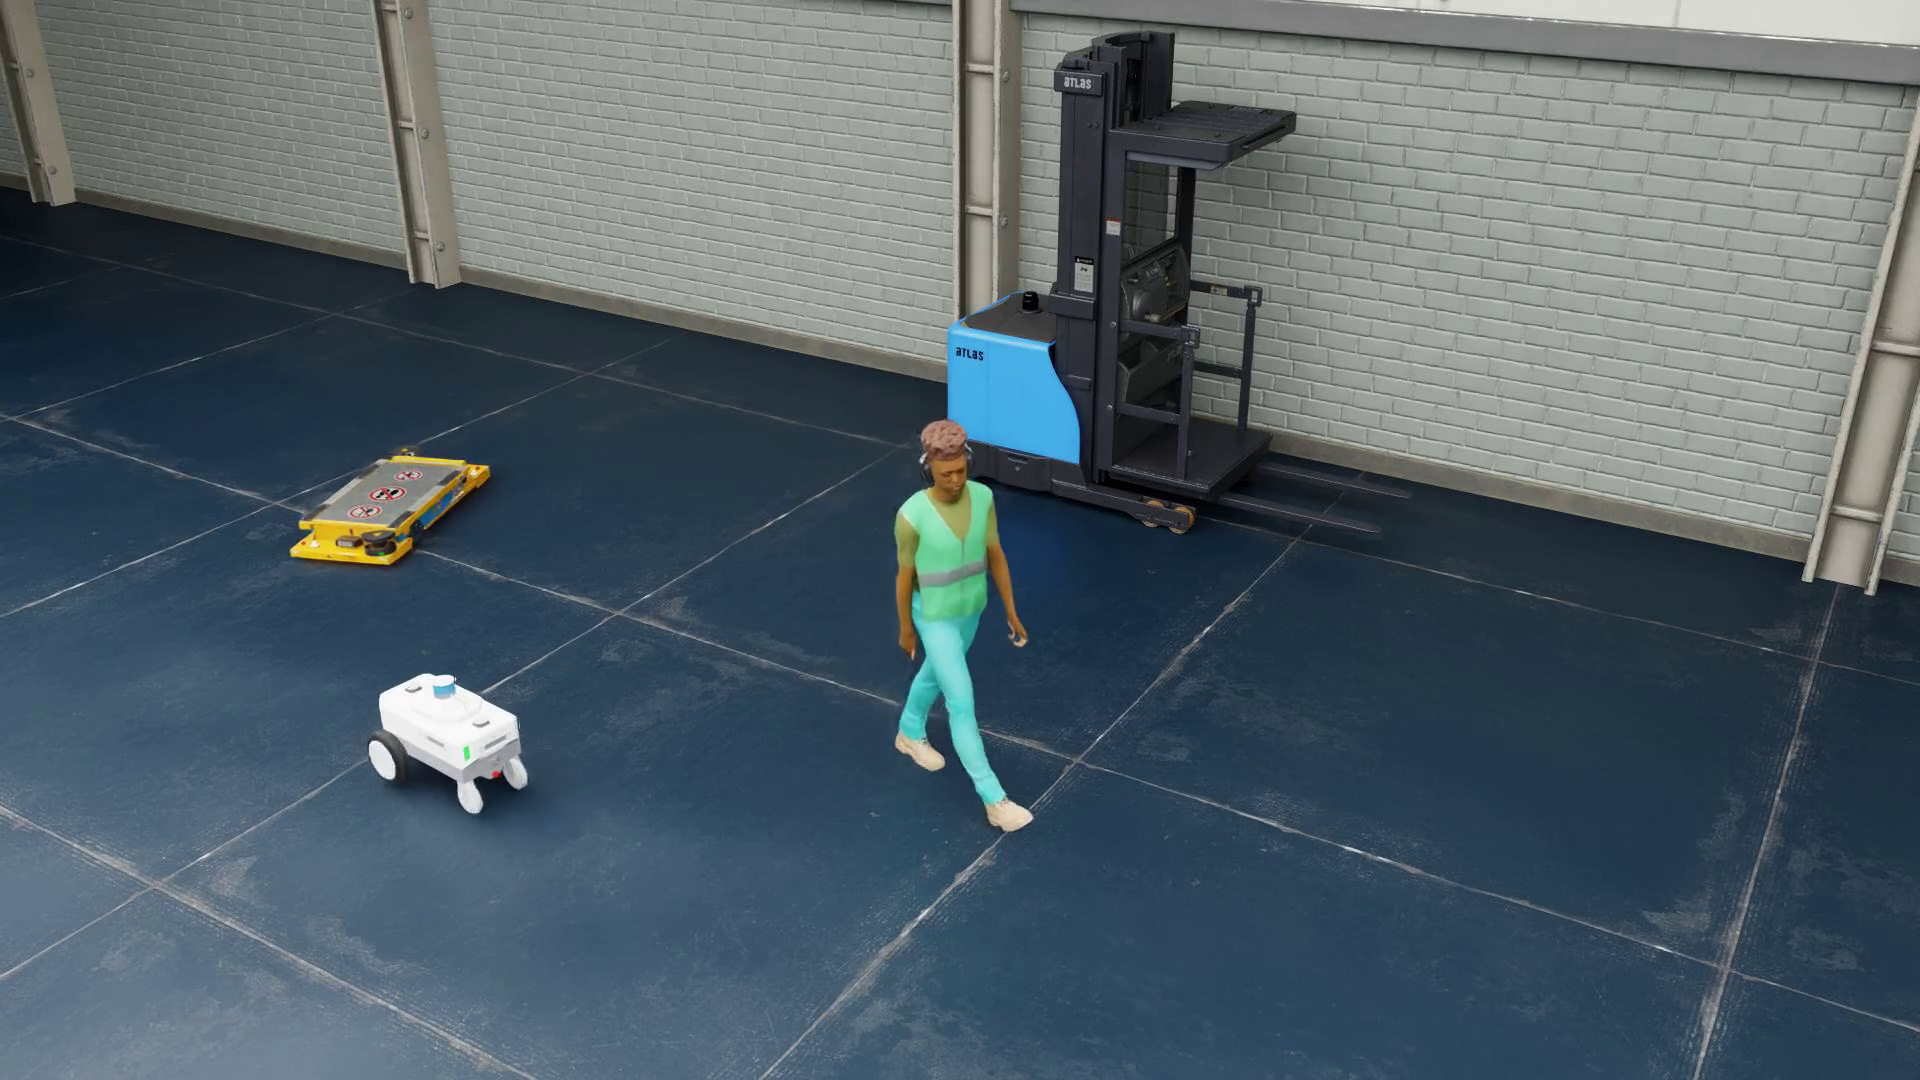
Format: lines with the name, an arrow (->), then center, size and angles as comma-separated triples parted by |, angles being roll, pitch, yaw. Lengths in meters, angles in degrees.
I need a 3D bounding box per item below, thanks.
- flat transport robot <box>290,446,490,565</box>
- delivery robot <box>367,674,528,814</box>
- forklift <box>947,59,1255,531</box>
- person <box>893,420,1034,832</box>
flat transport robot -> -3.655, -0.232, 10.750 | 0.659, 0.231, 1.431 | 4, 26, 9
delivery robot -> -2.452, 0.931, 7.974 | 0.814, 0.611, 0.499 | 18, 31, 33
forklift -> 0.933, -1.707, 10.833 | 1.873, 2.768, 1.129 | 15, 29, 28
person -> -0.021, 0.352, 7.587 | 0.497, 1.914, 1.072 | -20, 32, -36
